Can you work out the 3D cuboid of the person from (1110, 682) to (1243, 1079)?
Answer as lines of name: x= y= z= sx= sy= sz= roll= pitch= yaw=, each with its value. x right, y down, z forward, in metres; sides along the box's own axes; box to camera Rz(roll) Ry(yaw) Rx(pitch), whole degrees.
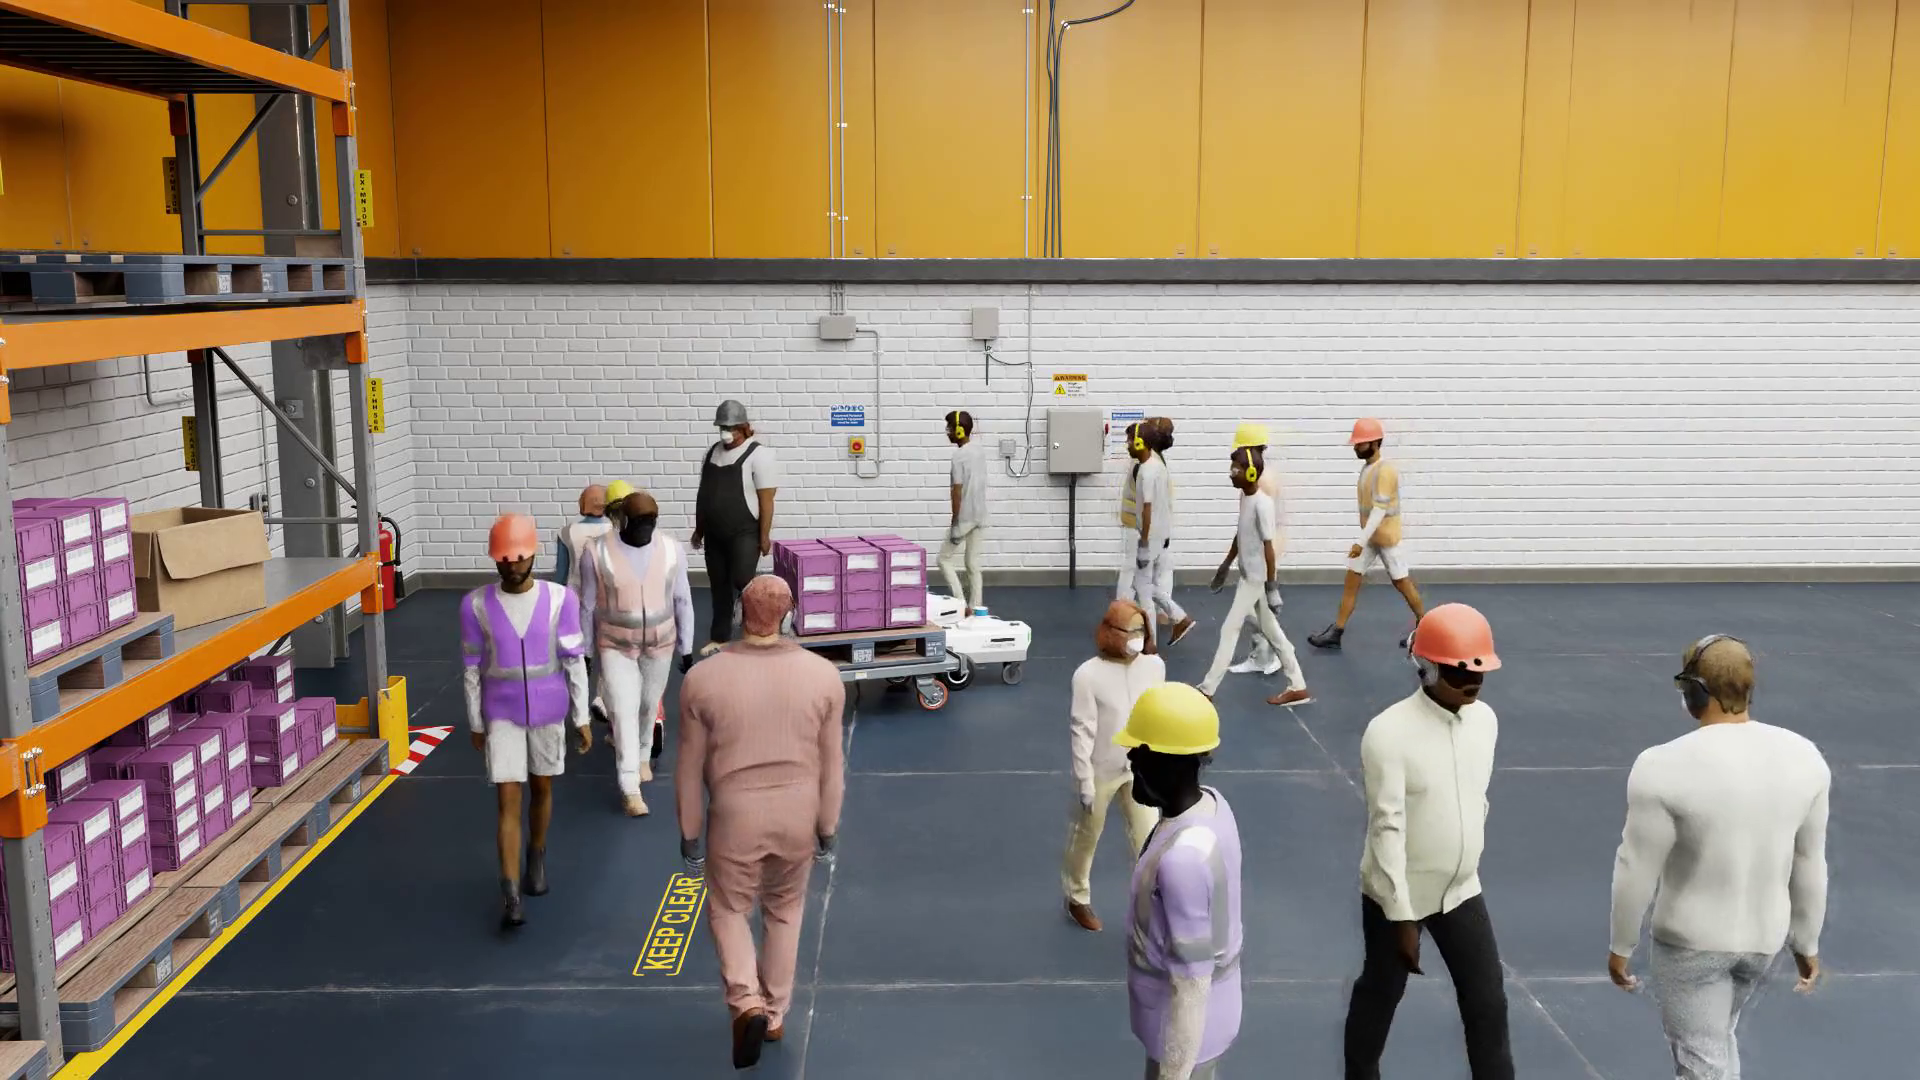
person: x=0.584 y=1.345 z=4.631 sx=0.526 sy=1.924 sz=0.610 roll=2 pitch=9 yaw=12

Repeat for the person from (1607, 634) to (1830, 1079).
person: x=2.321 y=1.229 z=5.267 sx=0.648 sy=1.915 sz=0.723 roll=-2 pitch=9 yaw=-10

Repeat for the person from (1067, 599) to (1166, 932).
person: x=0.721 y=1.045 z=7.383 sx=0.523 sy=1.581 sz=0.848 roll=-5 pitch=10 yaw=-26

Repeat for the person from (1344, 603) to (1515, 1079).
person: x=1.612 y=1.183 z=5.440 sx=0.620 sy=1.952 sz=0.957 roll=-5 pitch=10 yaw=-28

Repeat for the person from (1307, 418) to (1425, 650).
person: x=3.339 y=-0.032 z=13.194 sx=1.078 sy=1.876 sz=0.531 roll=-2 pitch=10 yaw=-13

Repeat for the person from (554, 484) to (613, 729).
person: x=-2.420 y=0.441 z=10.987 sx=0.588 sy=1.623 sz=0.367 roll=1 pitch=9 yaw=3

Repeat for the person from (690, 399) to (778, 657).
person: x=-1.801 y=-0.100 z=13.040 sx=0.704 sy=2.000 sz=0.539 roll=6 pitch=11 yaw=34

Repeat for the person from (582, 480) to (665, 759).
person: x=-2.050 y=0.500 z=10.300 sx=0.528 sy=1.740 sz=0.741 roll=-5 pitch=10 yaw=-27

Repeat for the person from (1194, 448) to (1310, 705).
person: x=1.991 y=0.273 z=11.465 sx=0.985 sy=1.813 sz=0.493 roll=1 pitch=9 yaw=4

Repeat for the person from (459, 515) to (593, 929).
person: x=-2.015 y=0.831 z=7.760 sx=0.569 sy=1.889 sz=0.952 roll=-3 pitch=10 yaw=-17

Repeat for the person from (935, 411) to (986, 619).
person: x=0.026 y=-0.173 z=14.064 sx=0.412 sy=1.851 sz=0.549 roll=6 pitch=11 yaw=34

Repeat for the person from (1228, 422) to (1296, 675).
person: x=2.195 y=0.078 z=12.360 sx=0.441 sy=1.913 sz=0.603 roll=0 pitch=9 yaw=3

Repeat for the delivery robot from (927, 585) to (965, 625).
delivery robot: x=-0.290 y=0.595 z=13.035 sx=0.477 sy=0.478 sz=0.707 roll=9 pitch=13 yaw=44

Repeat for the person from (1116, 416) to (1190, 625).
person: x=1.652 y=-0.131 z=13.942 sx=0.788 sy=1.809 sz=0.687 roll=2 pitch=9 yaw=10

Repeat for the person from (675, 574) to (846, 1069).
person: x=-0.738 y=1.082 z=6.320 sx=0.647 sy=1.882 sz=0.665 roll=-3 pitch=10 yaw=-18

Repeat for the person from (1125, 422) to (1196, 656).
person: x=1.530 y=0.001 z=13.008 sx=0.519 sy=1.844 sz=0.568 roll=2 pitch=9 yaw=13

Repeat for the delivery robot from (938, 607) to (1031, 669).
delivery robot: x=0.153 y=0.732 z=12.194 sx=0.707 sy=0.478 sz=0.477 roll=-2 pitch=9 yaw=-14

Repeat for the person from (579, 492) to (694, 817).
person: x=-1.849 y=0.602 z=9.547 sx=0.645 sy=1.786 sz=0.968 roll=-4 pitch=10 yaw=-24
